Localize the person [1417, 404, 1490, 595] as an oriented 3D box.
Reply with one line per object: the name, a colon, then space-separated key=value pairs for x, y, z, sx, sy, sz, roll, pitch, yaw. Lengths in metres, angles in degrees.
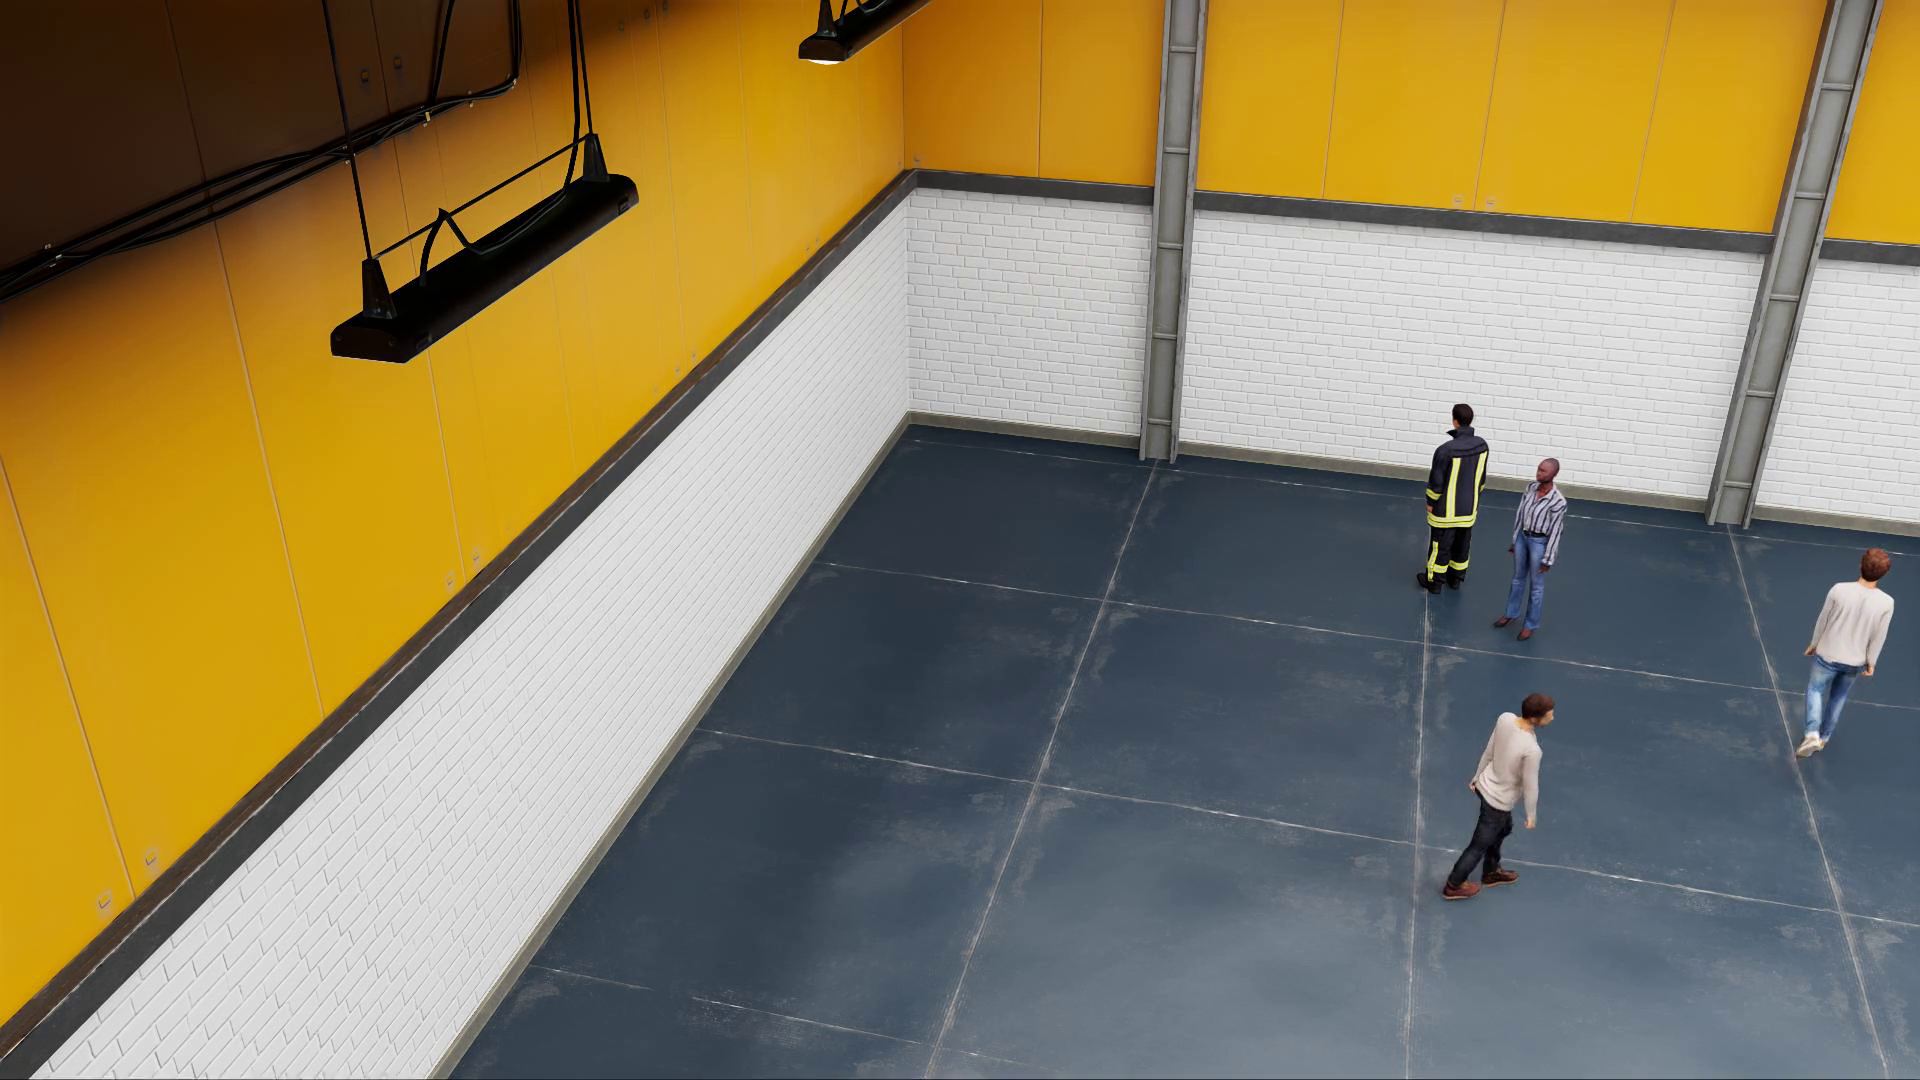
person: x=4.696 y=-0.393 z=15.777 sx=0.840 sy=1.923 sz=0.955 roll=-9 pitch=30 yaw=-16

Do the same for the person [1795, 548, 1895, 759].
person: x=7.063 y=0.963 z=13.331 sx=0.982 sy=1.884 sz=0.854 roll=14 pitch=31 yaw=23

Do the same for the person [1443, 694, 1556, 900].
person: x=3.751 y=1.832 z=11.810 sx=0.968 sy=1.816 sz=0.850 roll=-8 pitch=30 yaw=-14

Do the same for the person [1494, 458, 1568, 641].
person: x=5.208 y=0.062 z=15.077 sx=0.749 sy=1.795 sz=0.697 roll=-14 pitch=32 yaw=-24
